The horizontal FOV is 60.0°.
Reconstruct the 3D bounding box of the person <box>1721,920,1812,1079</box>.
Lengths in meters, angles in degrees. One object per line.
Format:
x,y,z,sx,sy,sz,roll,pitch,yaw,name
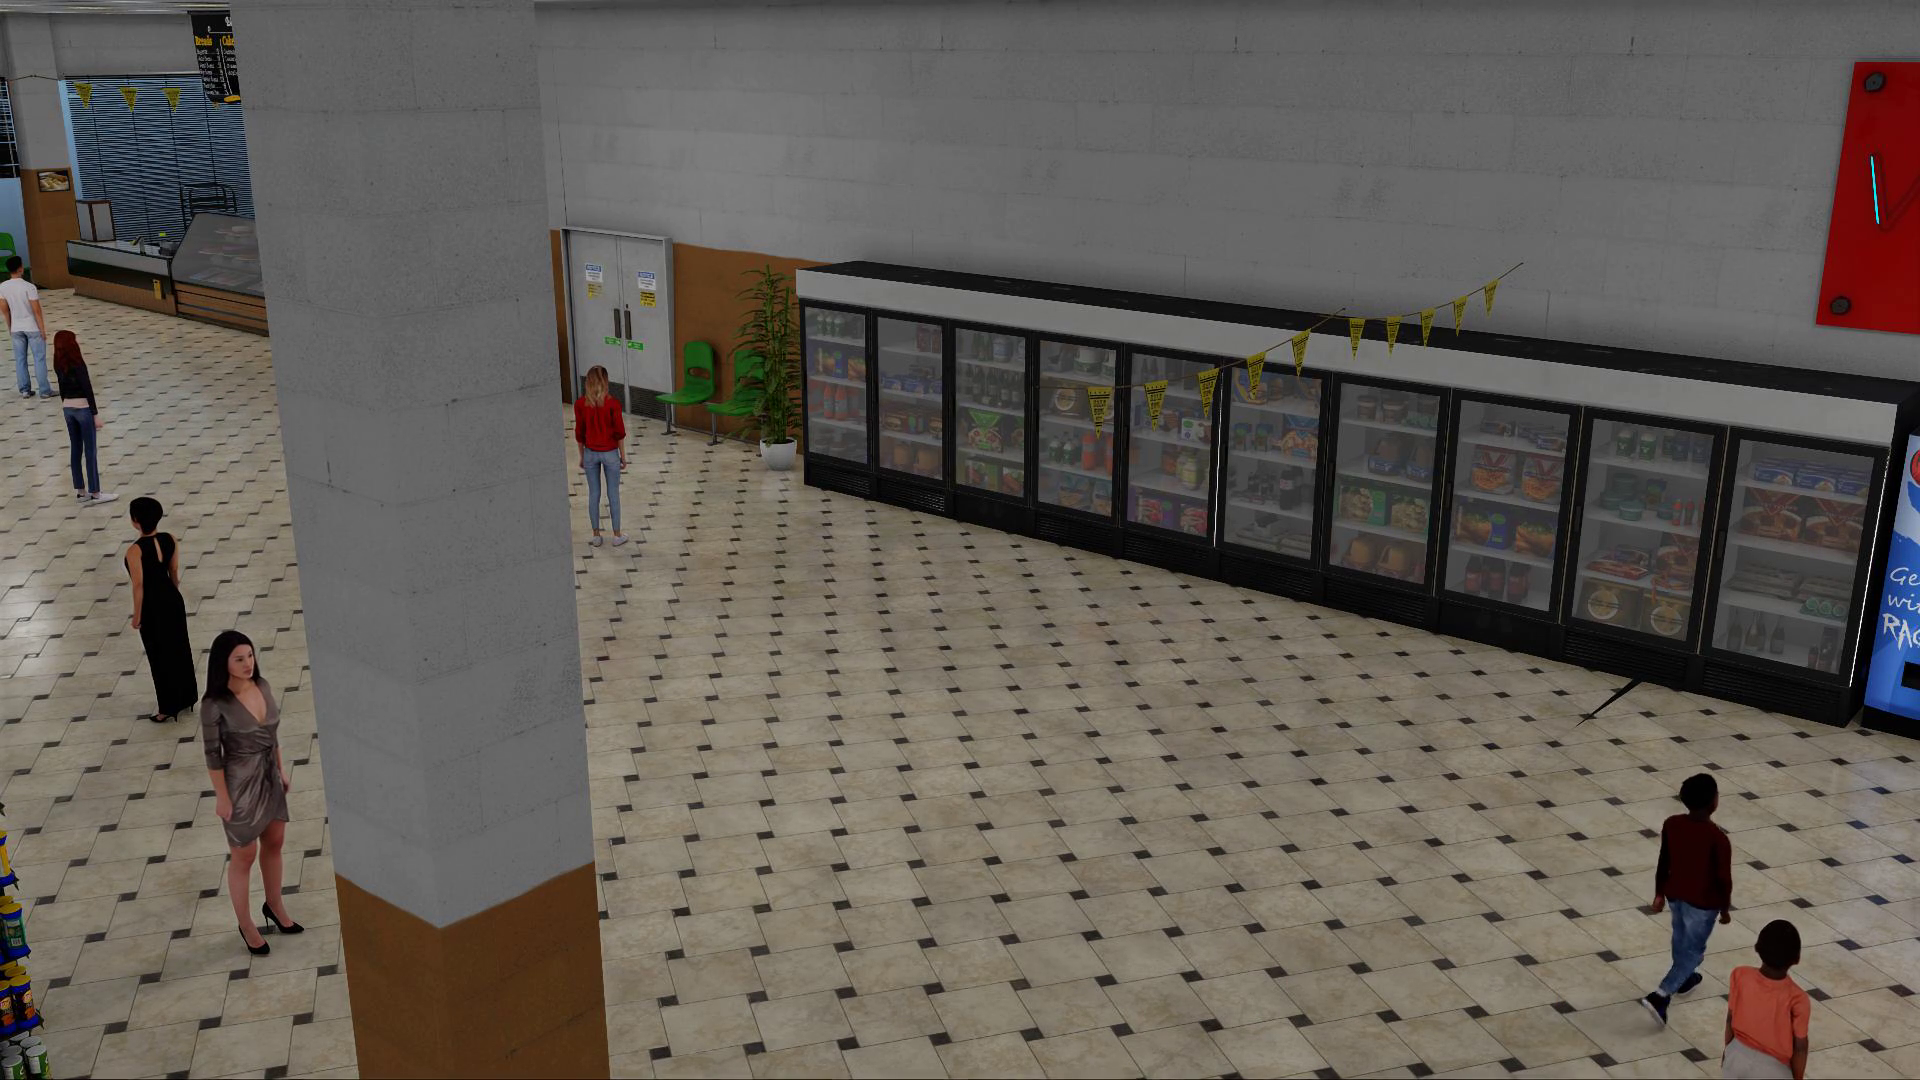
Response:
3.204,2.109,6.664,0.540,1.308,0.524,-12,21,-35,person

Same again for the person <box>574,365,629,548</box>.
-3.349,-0.784,15.515,0.690,1.702,0.723,0,17,1,person

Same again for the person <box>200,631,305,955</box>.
-3.671,1.289,8.611,0.714,1.745,0.545,7,18,22,person

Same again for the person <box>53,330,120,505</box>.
-8.955,-1.255,16.920,0.623,1.787,0.619,8,19,25,person

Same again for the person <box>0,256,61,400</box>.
-12.257,-2.785,21.824,0.758,1.866,0.781,1,17,3,person

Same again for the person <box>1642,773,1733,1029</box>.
3.500,1.732,8.012,0.904,1.247,0.676,-10,19,-29,person

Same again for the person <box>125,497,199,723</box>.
-5.542,0.478,11.527,0.704,1.604,0.571,5,18,16,person
